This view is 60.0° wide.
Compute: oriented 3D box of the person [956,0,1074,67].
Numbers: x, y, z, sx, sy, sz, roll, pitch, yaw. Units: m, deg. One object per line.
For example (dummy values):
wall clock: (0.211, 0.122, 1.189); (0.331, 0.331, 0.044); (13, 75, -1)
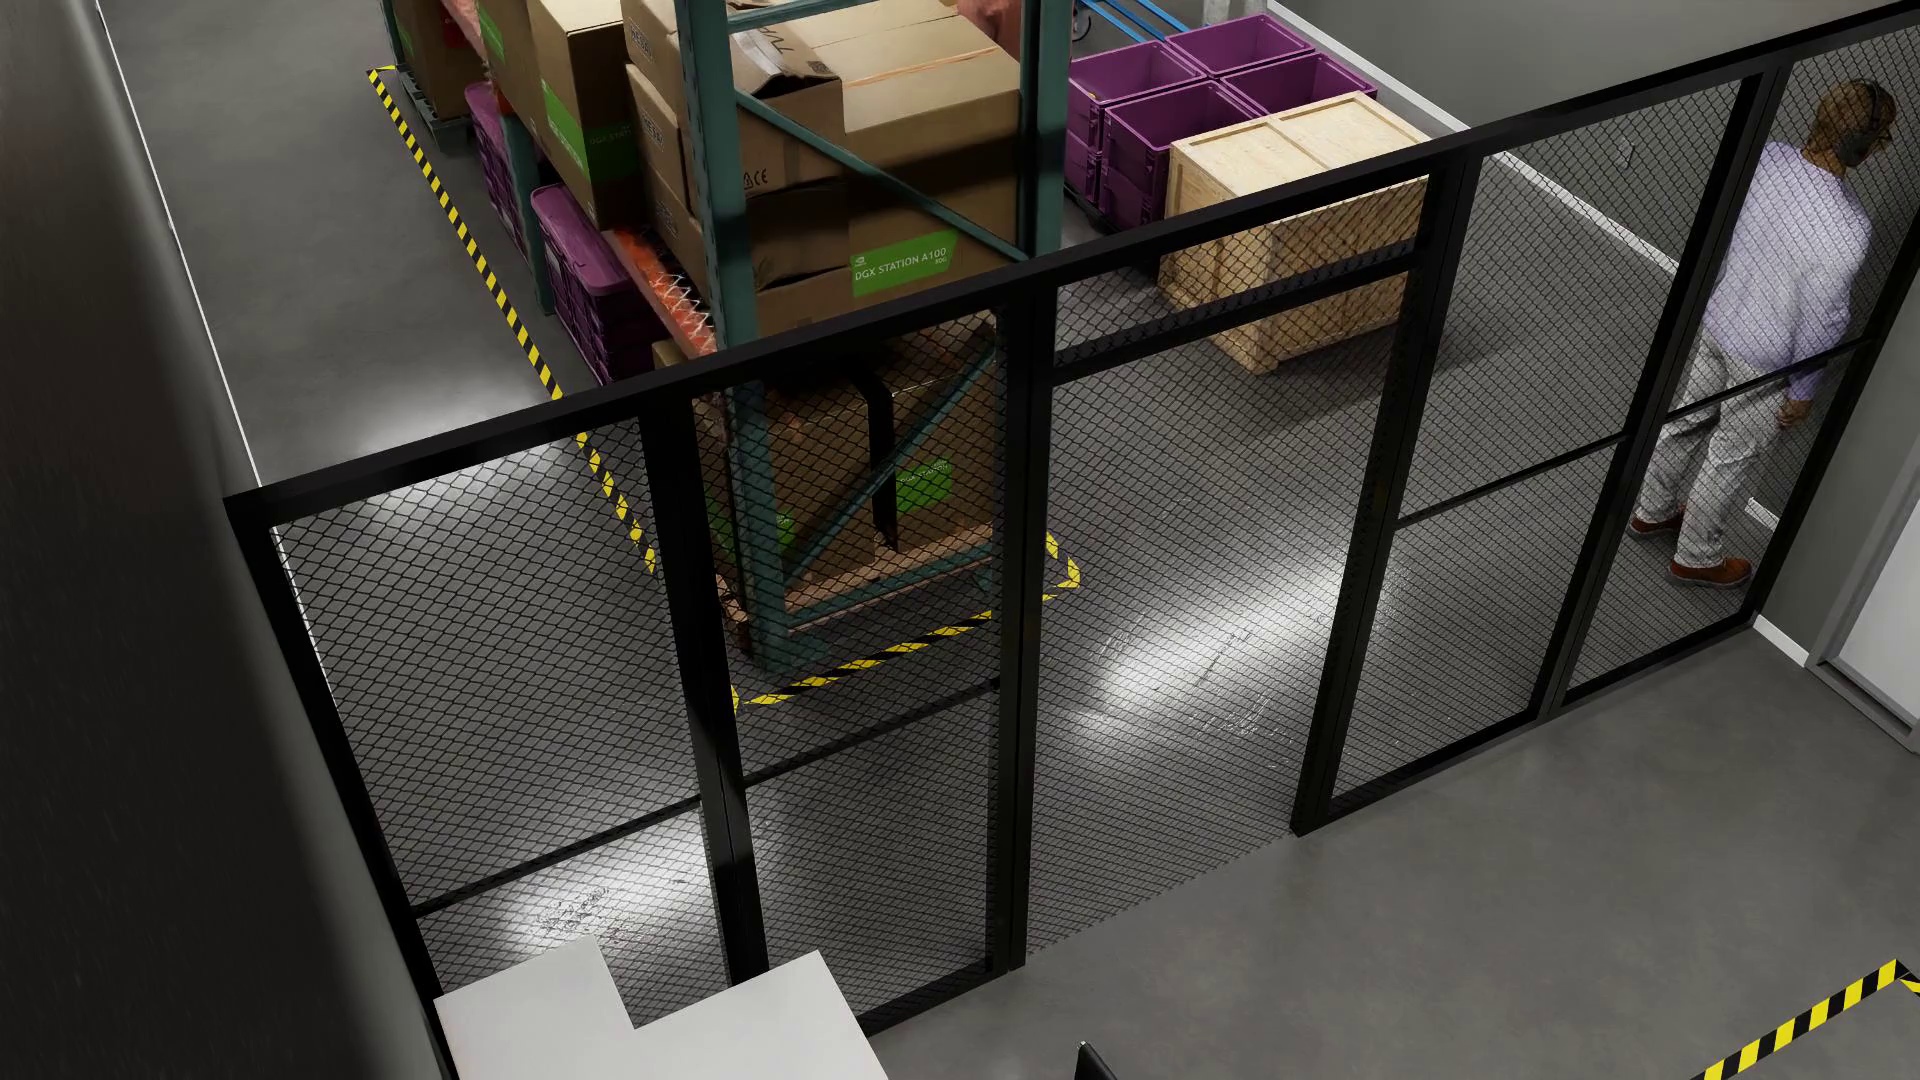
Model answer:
person: (0.200, -1.821, 6.897); (0.623, 1.992, 0.396); (-32, 51, -30)

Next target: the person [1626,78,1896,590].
person: (2.725, -0.666, 5.678); (0.372, 1.935, 0.632); (-8, 43, -9)

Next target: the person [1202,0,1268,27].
person: (1.427, -3.269, 8.598); (0.591, 1.834, 0.404); (-16, 45, -16)
